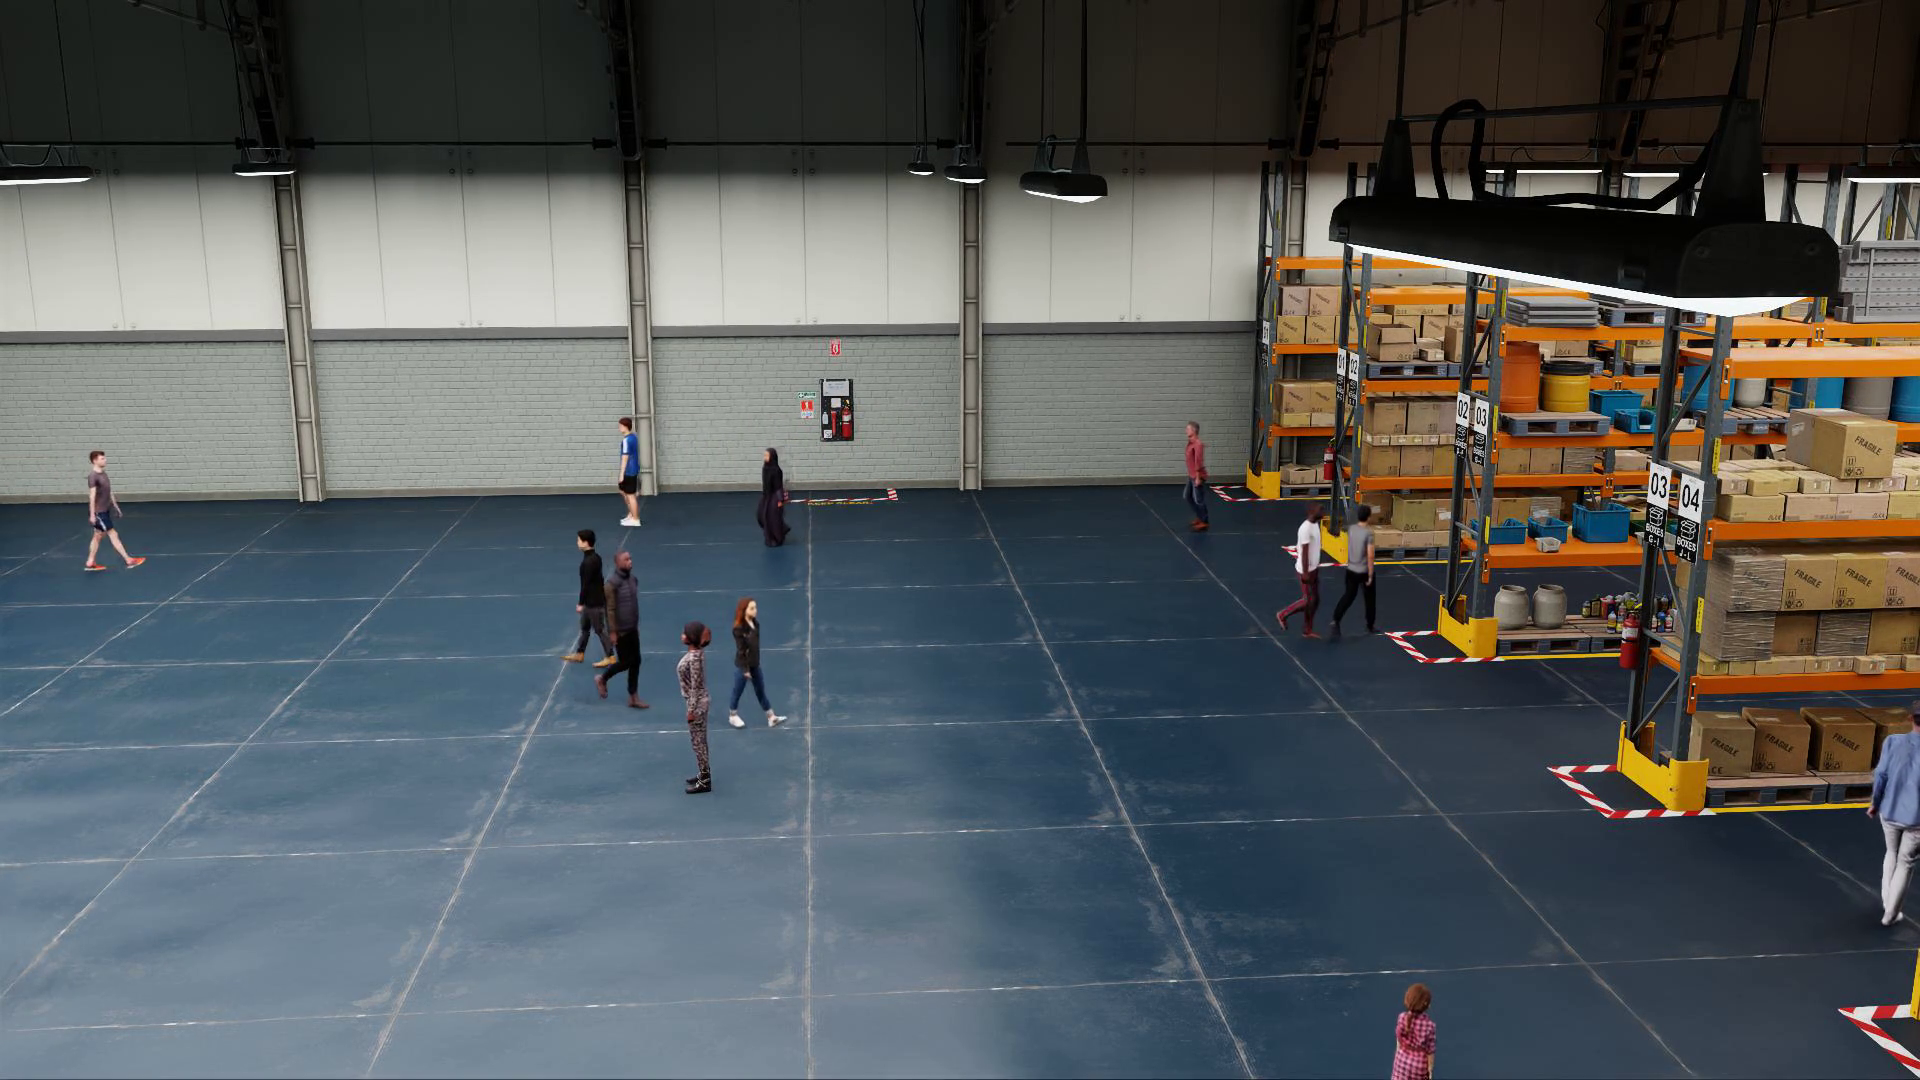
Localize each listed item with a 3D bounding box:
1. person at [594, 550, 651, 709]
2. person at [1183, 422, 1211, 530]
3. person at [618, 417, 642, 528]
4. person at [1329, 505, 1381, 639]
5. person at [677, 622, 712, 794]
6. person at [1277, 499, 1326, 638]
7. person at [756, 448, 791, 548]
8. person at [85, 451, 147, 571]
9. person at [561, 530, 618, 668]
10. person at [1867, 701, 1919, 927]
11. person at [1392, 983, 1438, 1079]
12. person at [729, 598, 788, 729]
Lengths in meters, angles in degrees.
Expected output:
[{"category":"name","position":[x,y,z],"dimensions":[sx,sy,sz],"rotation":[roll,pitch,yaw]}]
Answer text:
[{"category":"person","position":[-3.836,1.003,18.684],"dimensions":[1.080,1.823,0.976],"rotation":[7,15,27]},{"category":"person","position":[3.970,-1.061,27.649],"dimensions":[0.673,1.801,0.695],"rotation":[-1,13,-6]},{"category":"person","position":[-5.458,-1.140,27.865],"dimensions":[0.596,1.857,0.692],"rotation":[0,13,-2]},{"category":"person","position":[5.088,0.419,21.403],"dimensions":[1.141,1.735,1.015],"rotation":[-12,17,-41]},{"category":"person","position":[-2.572,1.621,16.256],"dimensions":[0.550,1.713,0.564],"rotation":[-1,13,-3]},{"category":"person","position":[4.397,0.372,21.414],"dimensions":[0.972,1.821,0.887],"rotation":[7,15,27]},{"category":"person","position":[-2.936,-0.700,26.528],"dimensions":[0.930,1.603,0.840],"rotation":[-9,16,-35]},{"category":"person","position":[-12.880,-0.399,24.764],"dimensions":[1.129,1.811,0.726],"rotation":[-2,13,-9]},{"category":"person","position":[-4.368,0.724,20.165],"dimensions":[0.912,1.699,0.666],"rotation":[-2,13,-8]},{"category":"person","position":[7.569,2.215,13.339],"dimensions":[0.939,1.873,0.876],"rotation":[-12,18,-42]},{"category":"person","position":[2.853,3.308,10.530],"dimensions":[0.606,1.012,0.642],"rotation":[7,15,27]},{"category":"person","position":[-2.369,1.350,18.024],"dimensions":[1.016,1.444,0.910],"rotation":[9,16,33]}]
